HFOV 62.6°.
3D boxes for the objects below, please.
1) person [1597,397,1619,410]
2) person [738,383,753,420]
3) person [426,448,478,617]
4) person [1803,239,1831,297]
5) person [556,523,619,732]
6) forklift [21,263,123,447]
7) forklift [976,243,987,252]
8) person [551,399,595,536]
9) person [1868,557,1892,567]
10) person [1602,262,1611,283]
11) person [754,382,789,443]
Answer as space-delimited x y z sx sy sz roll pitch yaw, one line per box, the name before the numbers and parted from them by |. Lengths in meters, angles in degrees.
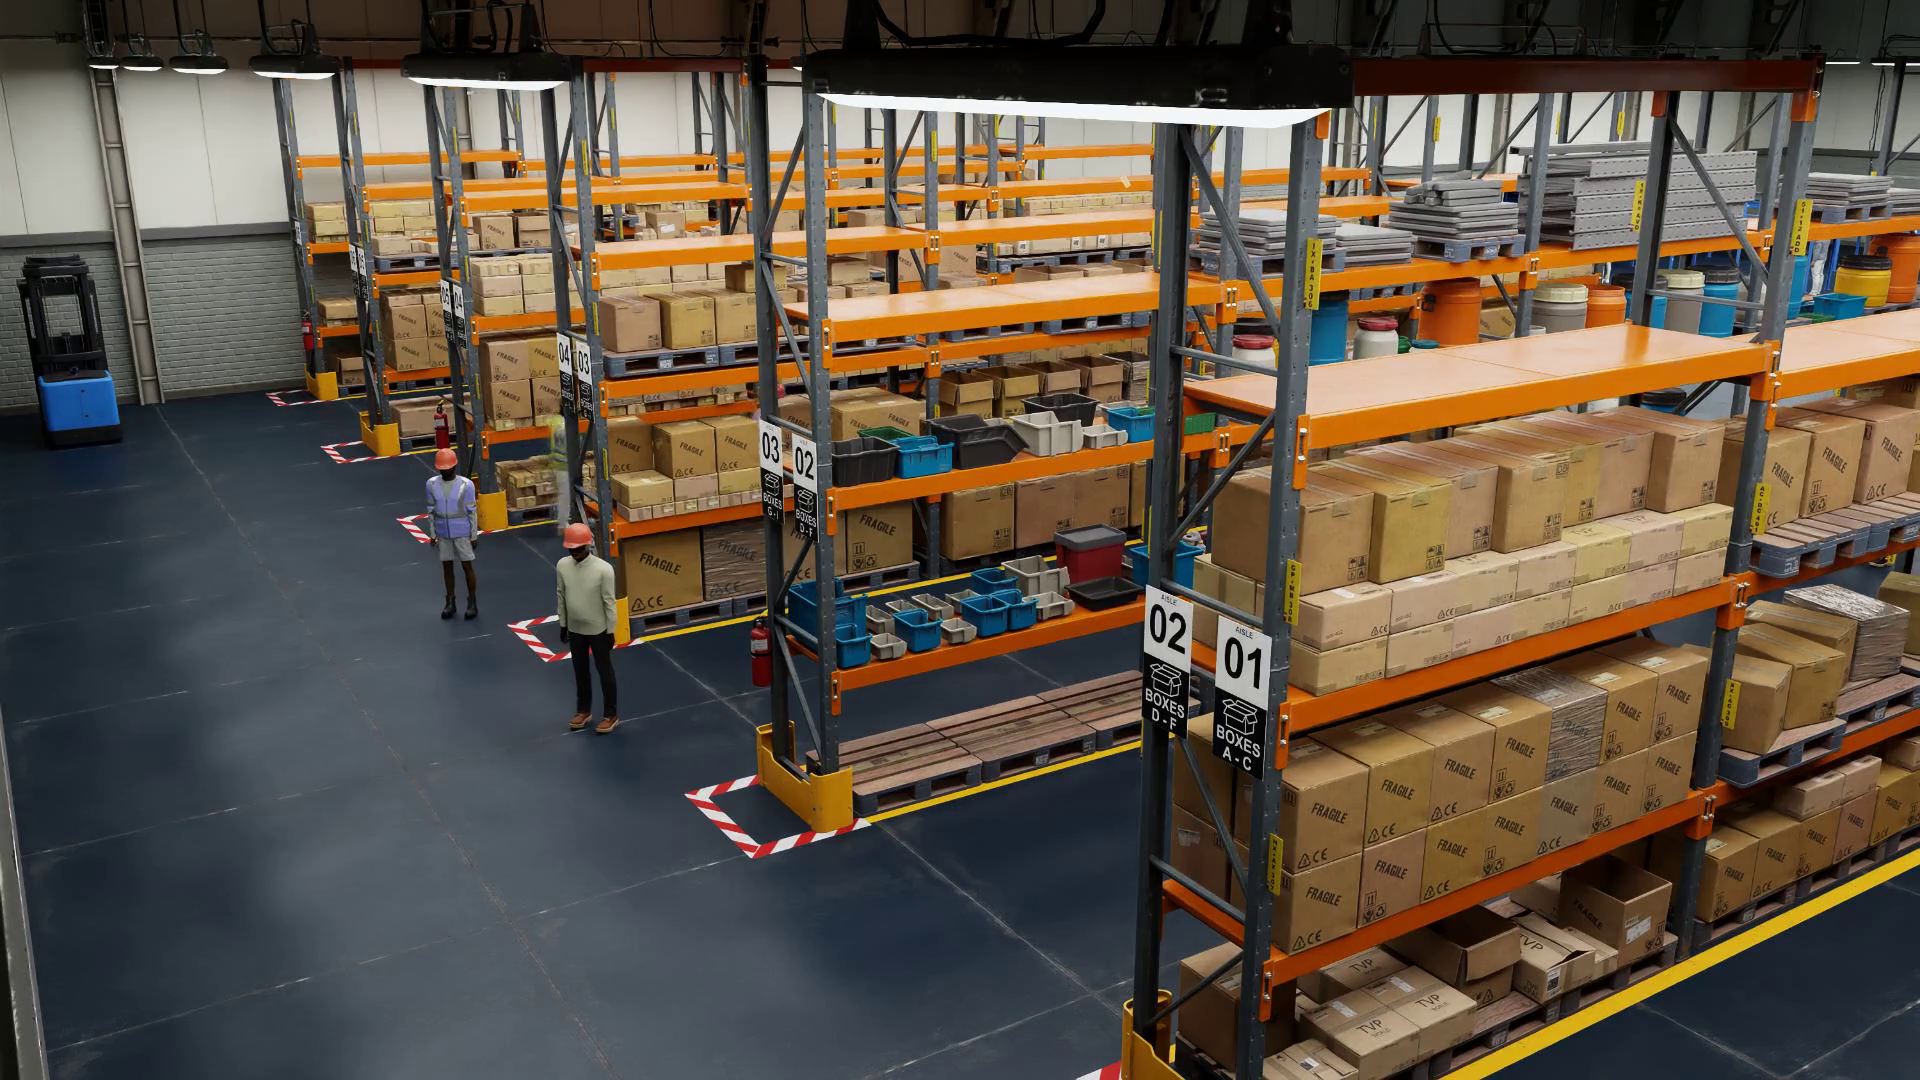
person | 8.797 -1.283 21.411 0.976 1.901 0.639 -5 18 -17
person | -3.571 -2.709 26.218 0.754 1.810 0.599 -12 21 -35
person | -5.591 -0.080 17.415 0.545 1.929 0.389 1 17 3
person | 22.223 -7.236 40.857 0.631 1.940 0.372 -15 22 -40
person | -3.418 0.792 14.456 0.615 1.987 0.407 7 18 21
forklift | -14.518 -3.079 25.708 1.129 2.768 1.873 -10 20 -31
forklift | 0.988 -5.474 34.718 1.214 2.155 2.313 -10 20 -31
person | -4.963 -0.968 20.508 0.745 1.815 0.666 -6 18 -19
person | 11.310 -0.664 19.259 0.362 1.966 0.611 -3 17 -9
person | 17.903 -8.068 43.723 0.516 1.865 0.325 -6 18 -20
person | -2.391 -1.037 20.388 0.454 2.021 0.644 -13 21 -36
